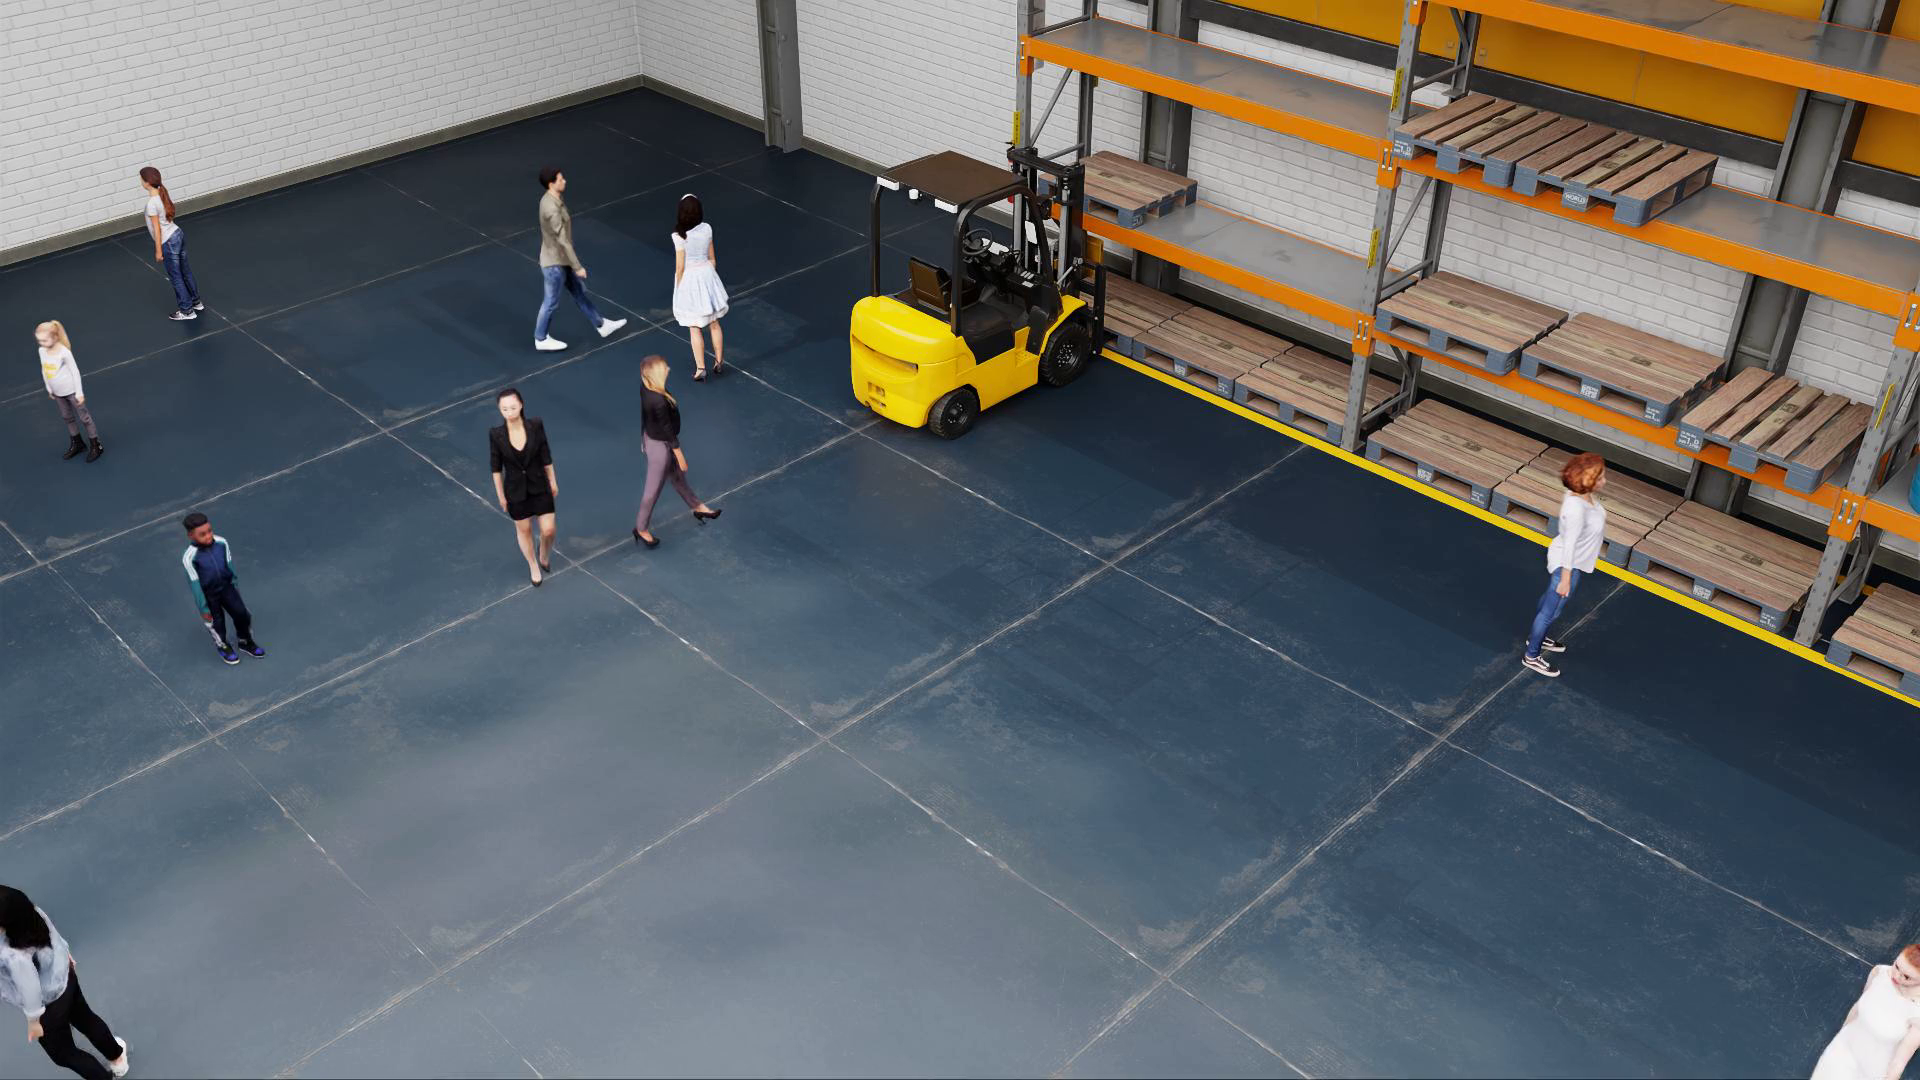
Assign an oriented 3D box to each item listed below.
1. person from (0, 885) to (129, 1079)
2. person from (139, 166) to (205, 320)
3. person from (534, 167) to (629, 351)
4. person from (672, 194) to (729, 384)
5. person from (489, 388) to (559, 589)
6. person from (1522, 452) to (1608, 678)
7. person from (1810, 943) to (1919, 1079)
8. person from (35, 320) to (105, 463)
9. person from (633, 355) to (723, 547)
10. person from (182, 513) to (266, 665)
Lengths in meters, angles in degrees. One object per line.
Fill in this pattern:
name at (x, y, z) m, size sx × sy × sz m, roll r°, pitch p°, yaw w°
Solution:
person at (-4.622, 2.278, 8.522) m, size 0.898 × 1.692 × 0.710 m, roll -5°, pitch 34°, yaw -7°
person at (-7.865, -2.970, 16.535) m, size 0.678 × 1.563 × 0.626 m, roll 2°, pitch 34°, yaw 3°
person at (-3.912, -2.622, 15.778) m, size 1.183 × 1.821 × 1.193 m, roll -5°, pitch 34°, yaw -7°
person at (-2.409, -2.305, 15.306) m, size 0.729 × 1.816 × 0.754 m, roll -23°, pitch 40°, yaw -30°
person at (-3.285, -0.409, 12.566) m, size 0.716 × 1.690 × 0.726 m, roll -11°, pitch 35°, yaw -16°
person at (4.268, 0.135, 11.730) m, size 0.715 × 1.711 × 0.727 m, roll 14°, pitch 36°, yaw 20°
person at (4.466, 2.564, 8.023) m, size 1.025 × 1.769 × 1.030 m, roll -3°, pitch 34°, yaw -5°
person at (-7.662, -1.295, 14.271) m, size 0.555 × 1.279 × 0.635 m, roll 8°, pitch 35°, yaw 12°
person at (-2.437, -0.653, 12.981) m, size 0.907 × 1.637 × 1.016 m, roll -14°, pitch 36°, yaw -20°
person at (-5.351, 0.327, 11.860) m, size 0.541 × 1.247 × 0.528 m, roll 25°, pitch 41°, yaw 33°
